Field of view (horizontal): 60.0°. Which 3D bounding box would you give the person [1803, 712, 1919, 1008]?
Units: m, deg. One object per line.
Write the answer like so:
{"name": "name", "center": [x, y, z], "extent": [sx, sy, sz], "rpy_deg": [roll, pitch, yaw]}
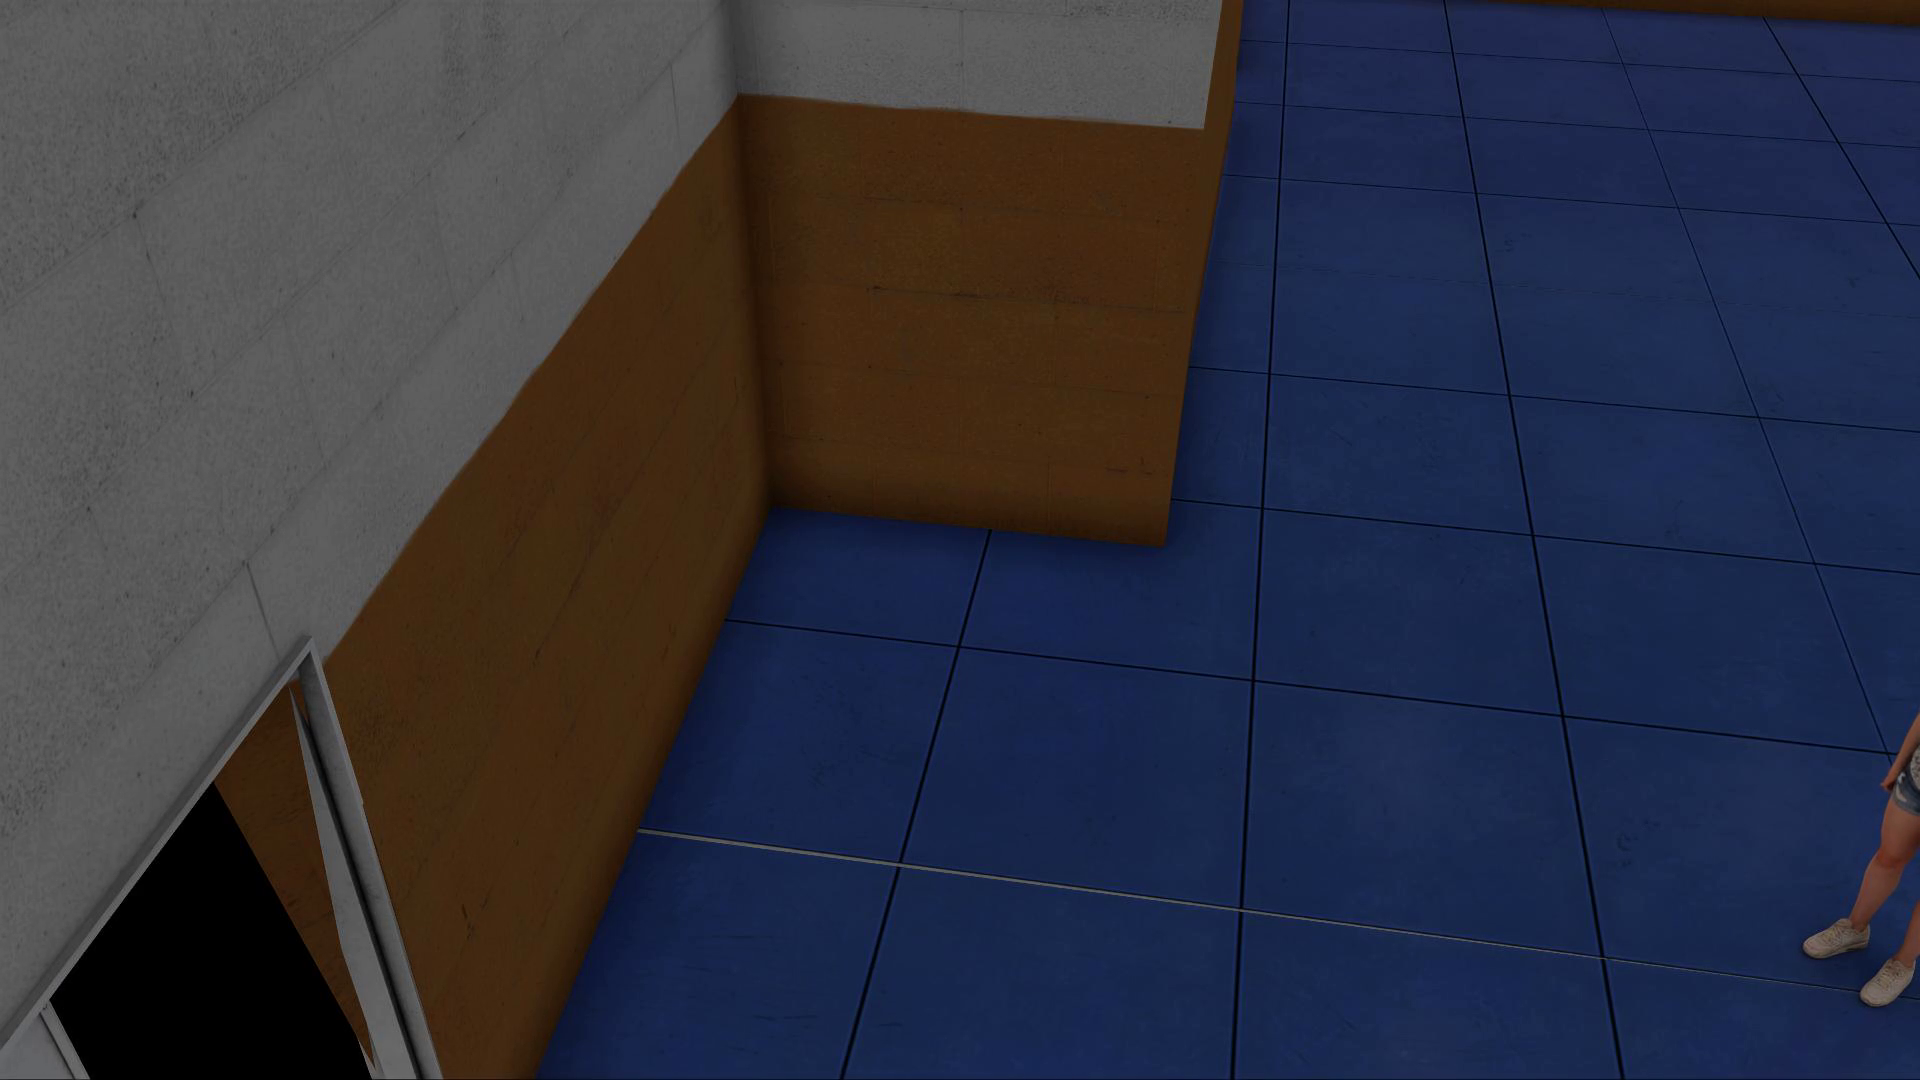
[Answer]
{"name": "person", "center": [3.355, 0.875, 5.620], "extent": [0.690, 1.759, 0.652], "rpy_deg": [-17, 40, -21]}
